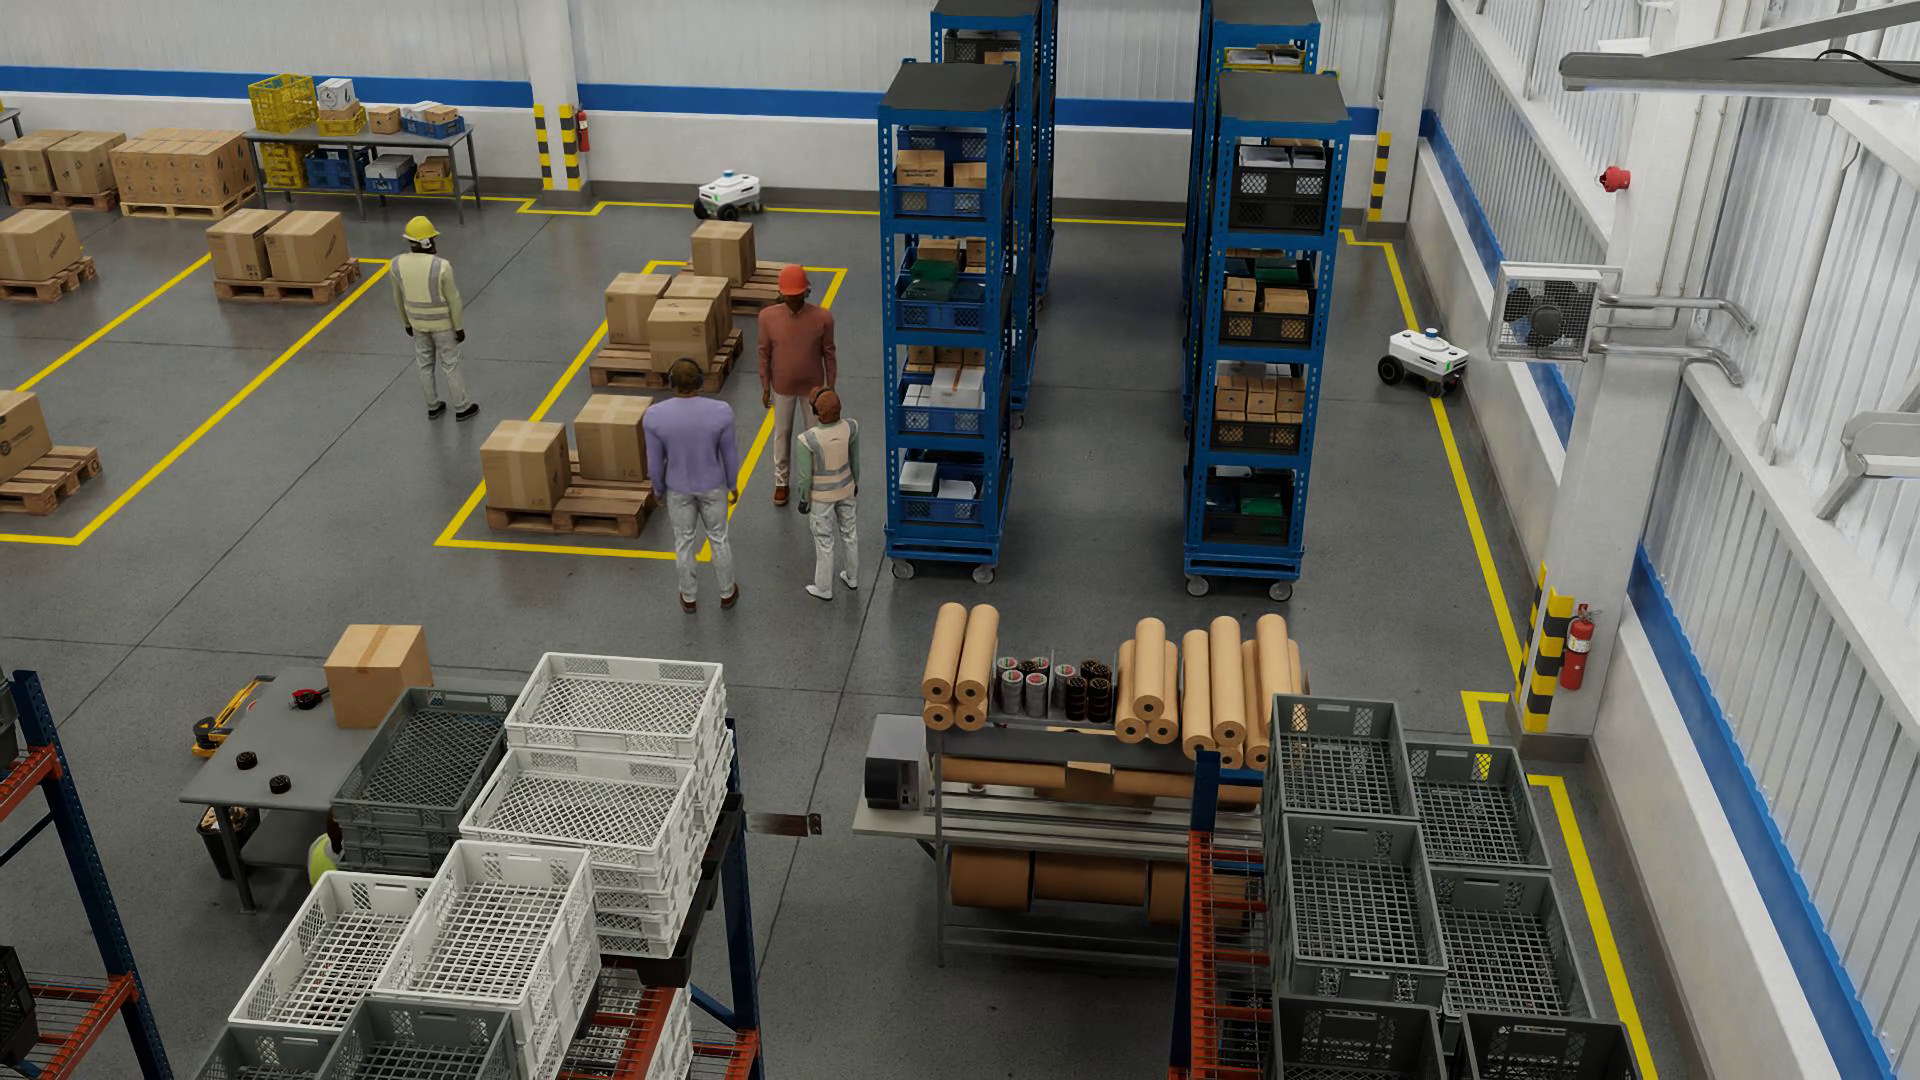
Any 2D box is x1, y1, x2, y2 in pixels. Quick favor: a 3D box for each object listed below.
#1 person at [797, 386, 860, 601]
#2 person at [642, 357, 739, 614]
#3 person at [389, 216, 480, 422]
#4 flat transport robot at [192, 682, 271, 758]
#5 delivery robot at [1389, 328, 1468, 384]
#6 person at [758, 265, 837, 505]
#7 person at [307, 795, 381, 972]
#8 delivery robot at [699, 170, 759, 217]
[{"bbox_3d":[-0.926,-0.332,11.863,0.515,1.641,0.308,-22,37,-32],"label":"person"},{"bbox_3d":[-1.856,-0.375,11.646,0.629,1.939,0.371,-4,30,-6],"label":"person"},{"bbox_3d":[-4.551,-1.899,14.371,0.591,1.829,0.404,7,31,12],"label":"person"},{"bbox_3d":[-4.089,1.163,10.648,1.431,0.197,0.652,3,30,6],"label":"flat transport robot"},{"bbox_3d":[4.275,-1.691,15.181,0.477,0.478,0.707,-22,37,-33],"label":"delivery robot"},{"bbox_3d":[-1.266,-1.215,13.031,0.610,1.996,0.386,-3,30,-4],"label":"person"},{"bbox_3d":[-2.696,1.950,7.751,0.430,1.841,0.624,-25,38,-36],"label":"person"},{"bbox_3d":[-2.658,-4.023,19.186,0.477,0.478,0.707,24,38,35],"label":"delivery robot"}]
